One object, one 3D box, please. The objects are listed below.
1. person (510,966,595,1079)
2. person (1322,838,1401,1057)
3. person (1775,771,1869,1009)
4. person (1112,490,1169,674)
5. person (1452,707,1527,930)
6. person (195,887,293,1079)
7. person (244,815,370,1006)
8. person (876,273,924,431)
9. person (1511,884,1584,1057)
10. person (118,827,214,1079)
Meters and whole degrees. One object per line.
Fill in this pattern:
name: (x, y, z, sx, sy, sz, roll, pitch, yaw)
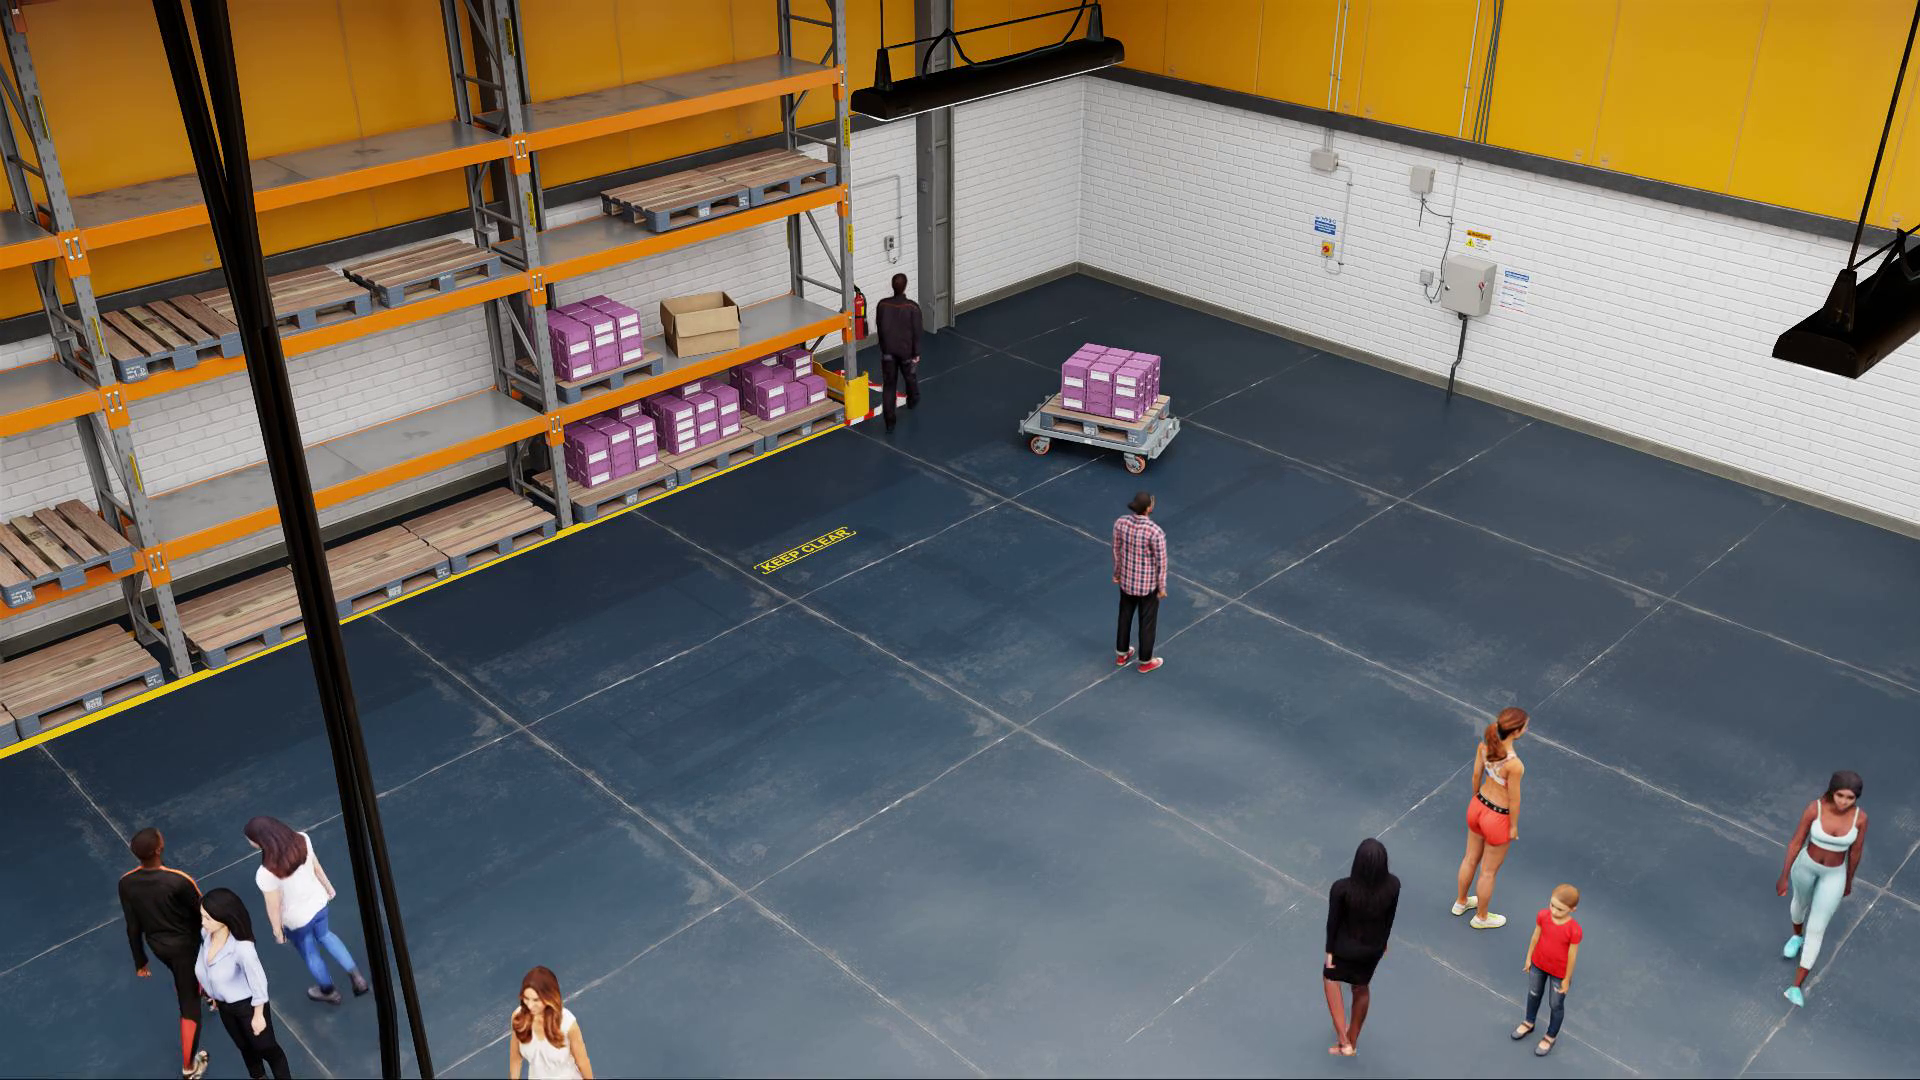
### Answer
person: (-2.272, 3.107, 9.584, 0.938, 1.738, 1.200, 9, 30, 17)
person: (2.534, 2.632, 10.482, 0.792, 1.711, 0.853, -2, 29, -4)
person: (5.809, 2.228, 11.247, 0.790, 1.688, 1.181, 16, 32, 26)
person: (1.579, 0.349, 14.616, 0.731, 1.761, 0.657, 19, 34, 30)
person: (3.722, 1.945, 11.660, 0.658, 1.789, 0.653, -13, 31, -22)
person: (-4.348, 2.822, 10.100, 0.701, 1.744, 0.650, 15, 32, 26)
person: (-4.207, 2.477, 10.831, 0.889, 1.650, 0.840, 15, 32, 26)
person: (-0.737, -2.130, 19.131, 1.154, 1.789, 1.276, 4, 29, 6)
person: (3.821, 2.740, 10.707, 0.479, 1.307, 0.465, -24, 36, -36)
person: (-4.936, 2.632, 10.428, 1.132, 1.763, 1.226, 1, 29, 3)
